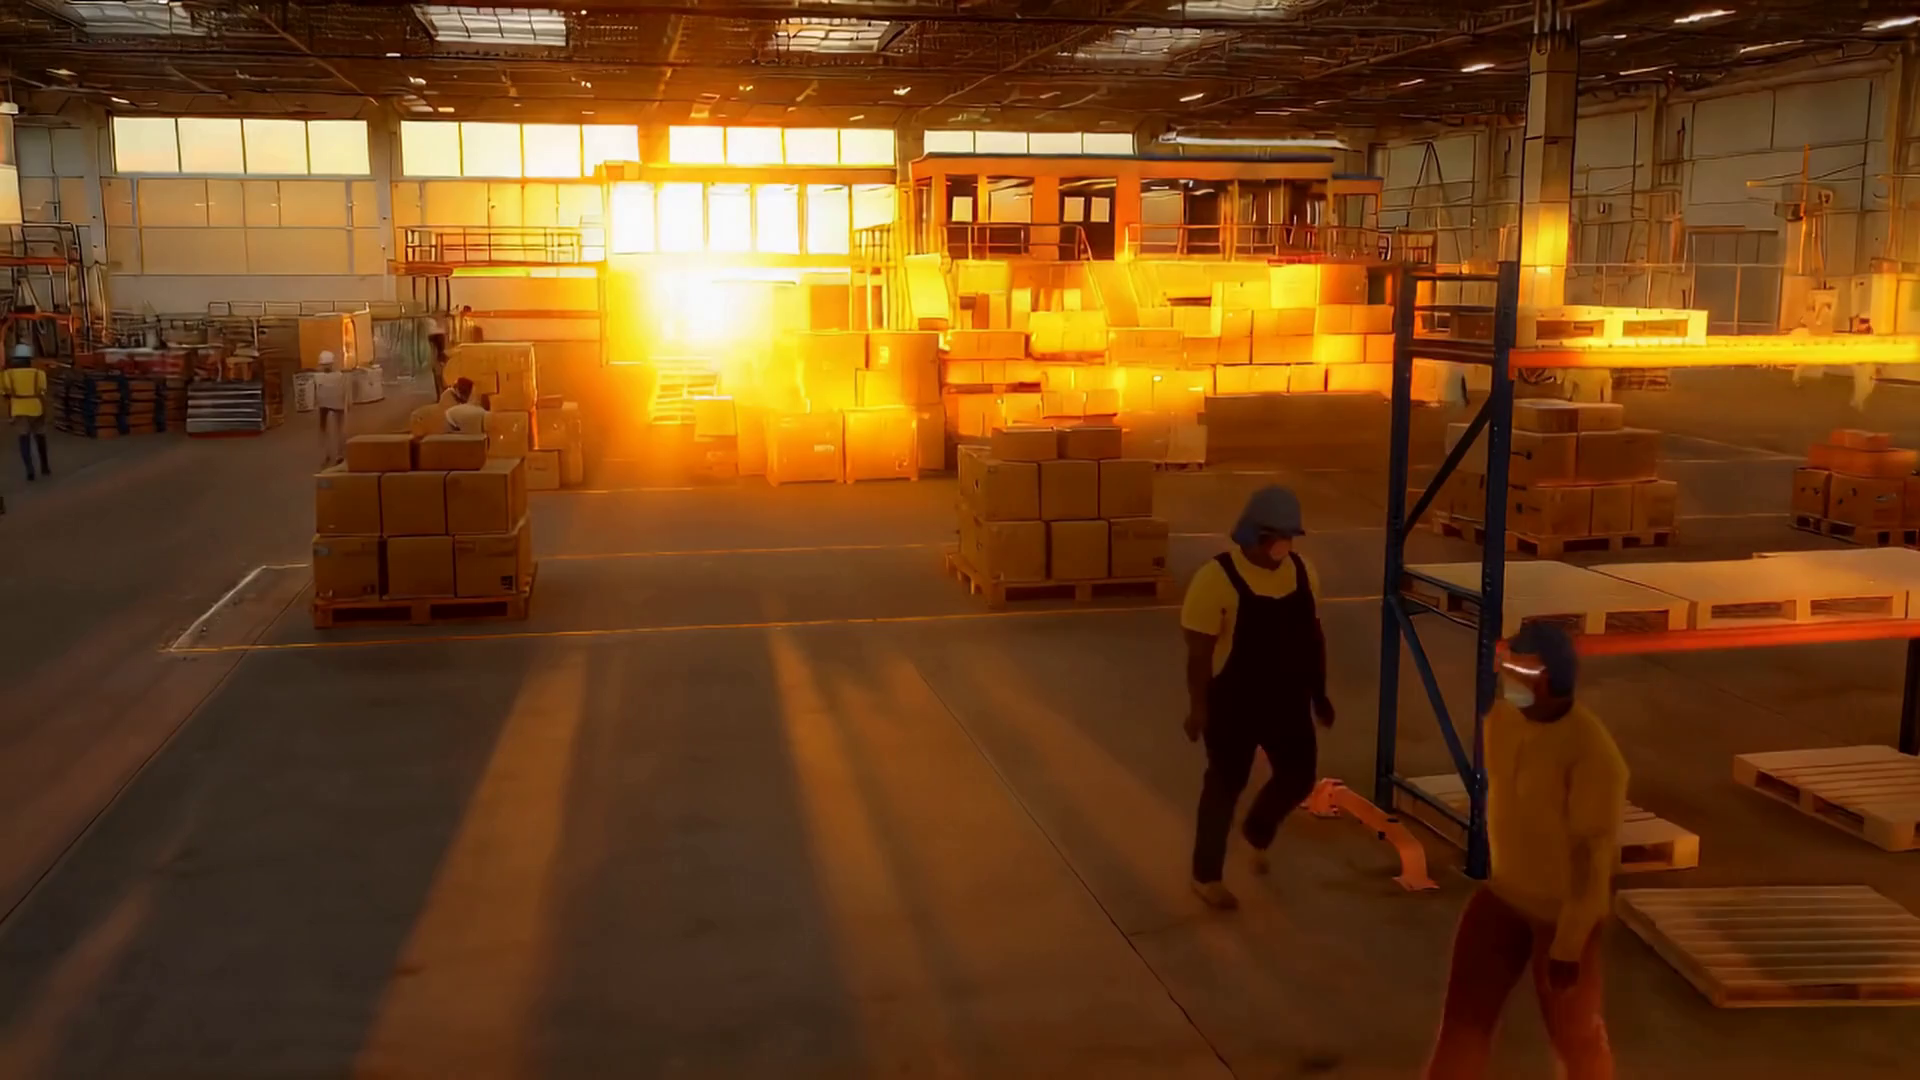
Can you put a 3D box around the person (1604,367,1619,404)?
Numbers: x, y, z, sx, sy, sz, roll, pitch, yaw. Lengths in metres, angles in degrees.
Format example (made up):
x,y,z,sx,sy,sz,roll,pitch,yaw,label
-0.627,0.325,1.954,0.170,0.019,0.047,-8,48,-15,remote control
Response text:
x,y,z,sx,sy,sz,roll,pitch,yaw,label
12.204,-3.120,31.559,0.570,1.926,0.607,7,12,38,person

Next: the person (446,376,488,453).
x,y,z,sx,sy,sz,roll,pitch,yaw,label
-5.178,-0.779,17.449,0.314,1.869,0.537,6,11,33,person

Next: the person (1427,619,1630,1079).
x,y,z,sx,sy,sz,roll,pitch,yaw,label
1.744,1.198,5.307,0.930,1.897,0.646,-4,10,-21,person

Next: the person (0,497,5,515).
x,y,z,sx,sy,sz,roll,pitch,yaw,label
-11.775,-1.166,19.773,0.565,1.890,0.995,0,9,1,person

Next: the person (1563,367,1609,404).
x,y,z,sx,sy,sz,roll,pitch,yaw,label
8.721,-1.744,23.157,0.657,1.922,0.439,-1,9,-4,person

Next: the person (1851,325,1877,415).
x,y,z,sx,sy,sz,roll,pitch,yaw,label
18.335,-3.433,33.743,0.443,1.829,0.653,-2,9,-11,person

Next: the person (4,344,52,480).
x,y,z,sx,sy,sz,roll,pitch,yaw,label
-13.315,-1.835,23.773,0.550,1.907,0.816,-4,10,-23,person

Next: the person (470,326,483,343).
x,y,z,sx,sy,sz,roll,pitch,yaw,label
-8.704,-2.918,30.244,0.625,1.945,0.560,-1,9,-3,person

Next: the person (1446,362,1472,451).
x,y,z,sx,sy,sz,roll,pitch,yaw,label
8.069,-2.287,26.738,0.419,1.831,0.551,3,10,18,person

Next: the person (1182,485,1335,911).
x,y,z,sx,sy,sz,roll,pitch,yaw,label
1.404,0.718,7.800,0.697,2.000,0.537,-4,10,-24,person

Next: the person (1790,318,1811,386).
x,y,z,sx,sy,sz,roll,pitch,yaw,label
21.457,-4.794,42.418,0.859,1.694,0.515,-9,13,-44,person

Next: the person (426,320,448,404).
x,y,z,sx,sy,sz,roll,pitch,yaw,label
-11.200,-3.796,35.846,0.765,1.892,0.675,1,9,8,person

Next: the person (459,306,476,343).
x,y,z,sx,sy,sz,roll,pitch,yaw,label
-14.795,-6.124,50.099,0.513,1.846,0.340,0,9,-2,person

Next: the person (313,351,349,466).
x,y,z,sx,sy,sz,roll,pitch,yaw,label
-9.531,-1.992,25.226,0.541,1.749,0.566,-1,9,-8,person
